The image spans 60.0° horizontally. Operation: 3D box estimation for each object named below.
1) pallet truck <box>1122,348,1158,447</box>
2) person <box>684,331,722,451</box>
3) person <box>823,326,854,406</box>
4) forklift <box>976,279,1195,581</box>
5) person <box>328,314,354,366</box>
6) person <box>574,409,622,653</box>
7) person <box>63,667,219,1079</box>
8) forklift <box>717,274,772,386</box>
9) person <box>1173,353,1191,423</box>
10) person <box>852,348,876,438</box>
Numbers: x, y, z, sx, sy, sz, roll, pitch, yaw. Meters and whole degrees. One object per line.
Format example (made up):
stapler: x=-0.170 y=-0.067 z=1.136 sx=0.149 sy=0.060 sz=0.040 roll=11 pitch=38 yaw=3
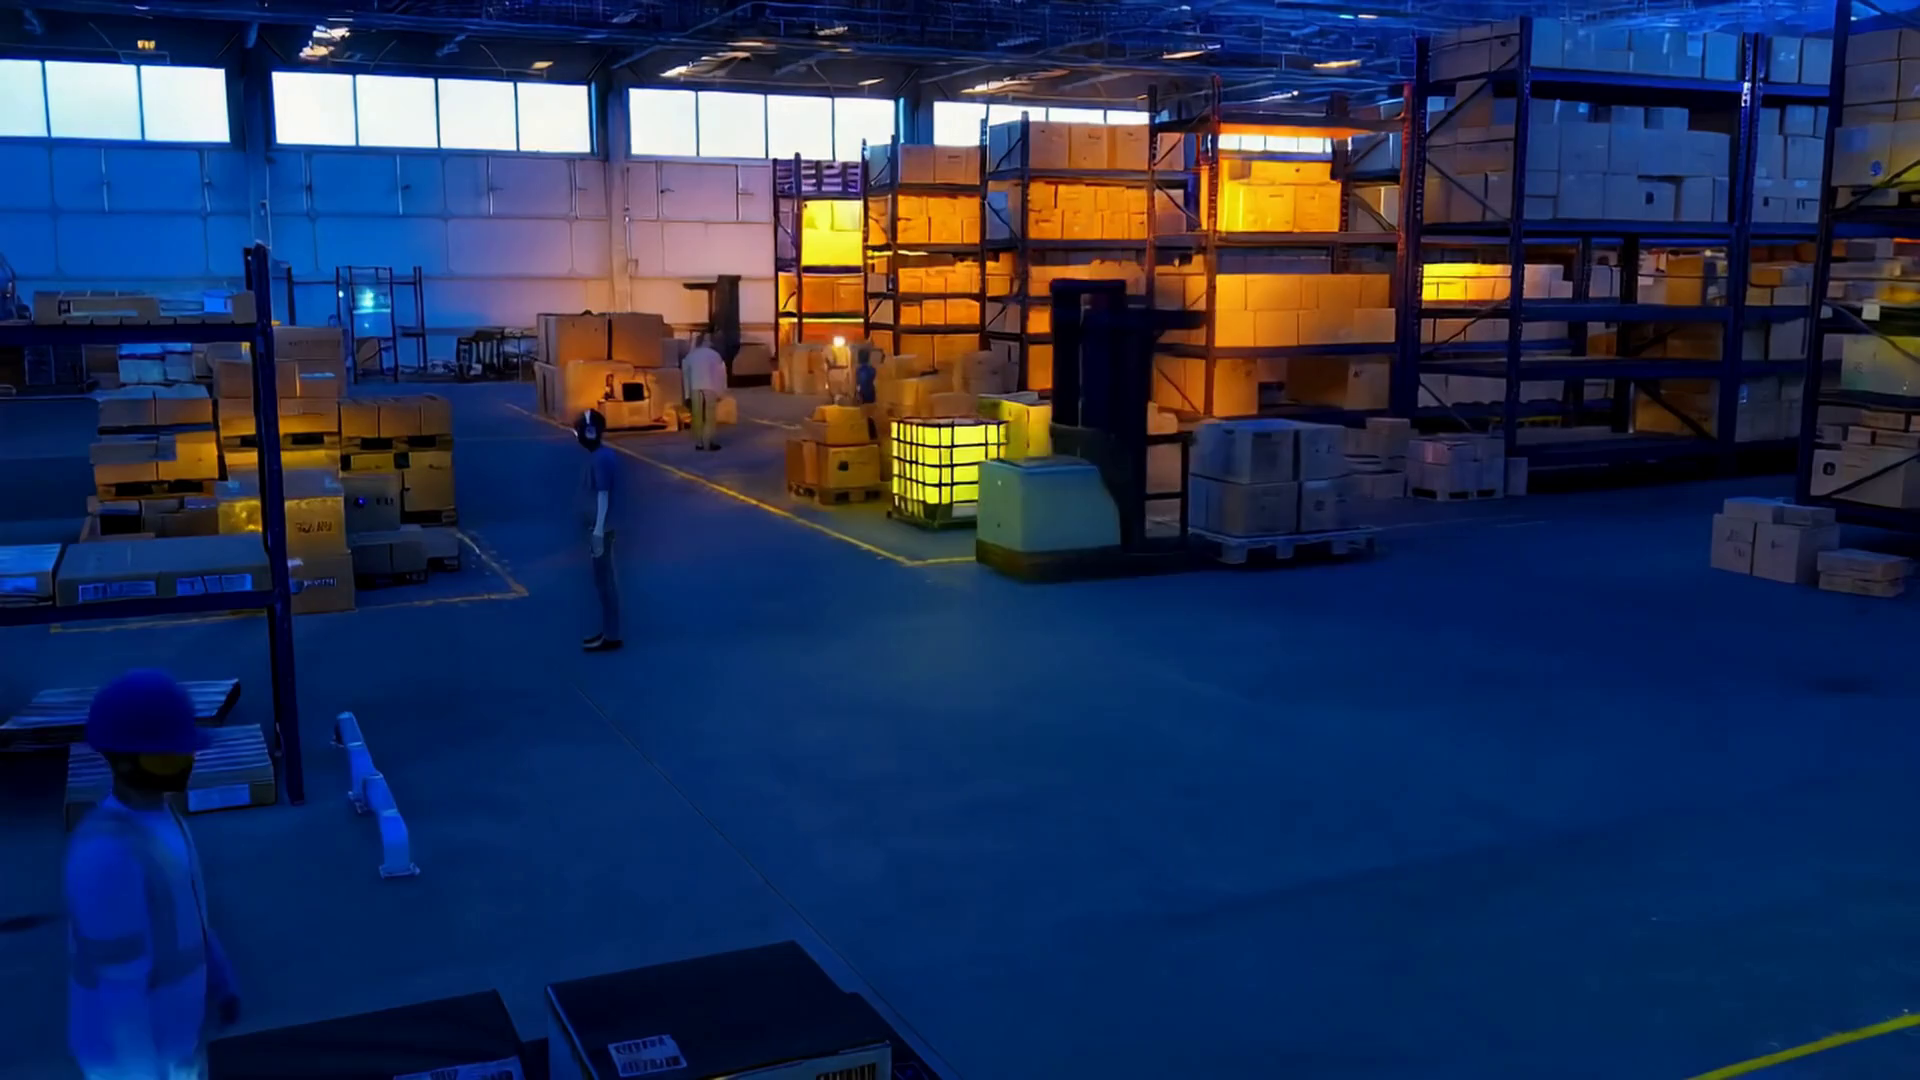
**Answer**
pallet truck: x=2.881 y=-2.596 z=27.923 sx=0.823 sy=1.965 sz=1.885 roll=-1 pitch=9 yaw=-7
person: x=-4.142 y=-2.410 z=26.956 sx=0.629 sy=1.940 sz=0.372 roll=2 pitch=9 yaw=14
person: x=-2.206 y=-2.930 z=30.273 sx=0.539 sy=1.914 sz=0.464 roll=-8 pitch=12 yaw=-41
forklift: x=1.188 y=-1.107 z=15.956 sx=1.873 sy=2.768 sz=1.129 roll=-4 pitch=10 yaw=-25
person: x=-13.762 y=-4.010 z=36.778 sx=0.571 sy=1.967 sz=0.624 roll=6 pitch=11 yaw=34
person: x=-2.754 y=-0.069 z=12.657 sx=0.309 sy=1.864 sz=0.534 roll=-1 pitch=9 yaw=-8
person: x=-2.039 y=1.256 z=4.241 sx=0.389 sy=1.934 sz=0.549 roll=-2 pitch=9 yaw=-12
forklift: x=-5.788 y=-5.273 z=41.803 sx=1.873 sy=2.768 sz=1.129 roll=-4 pitch=10 yaw=-25
person: x=4.276 y=-3.167 z=31.949 sx=0.429 sy=1.844 sz=0.625 roll=7 pitch=12 yaw=38
person: x=-1.609 y=-2.240 z=26.692 sx=0.636 sy=1.668 sz=0.546 roll=5 pitch=11 yaw=29
